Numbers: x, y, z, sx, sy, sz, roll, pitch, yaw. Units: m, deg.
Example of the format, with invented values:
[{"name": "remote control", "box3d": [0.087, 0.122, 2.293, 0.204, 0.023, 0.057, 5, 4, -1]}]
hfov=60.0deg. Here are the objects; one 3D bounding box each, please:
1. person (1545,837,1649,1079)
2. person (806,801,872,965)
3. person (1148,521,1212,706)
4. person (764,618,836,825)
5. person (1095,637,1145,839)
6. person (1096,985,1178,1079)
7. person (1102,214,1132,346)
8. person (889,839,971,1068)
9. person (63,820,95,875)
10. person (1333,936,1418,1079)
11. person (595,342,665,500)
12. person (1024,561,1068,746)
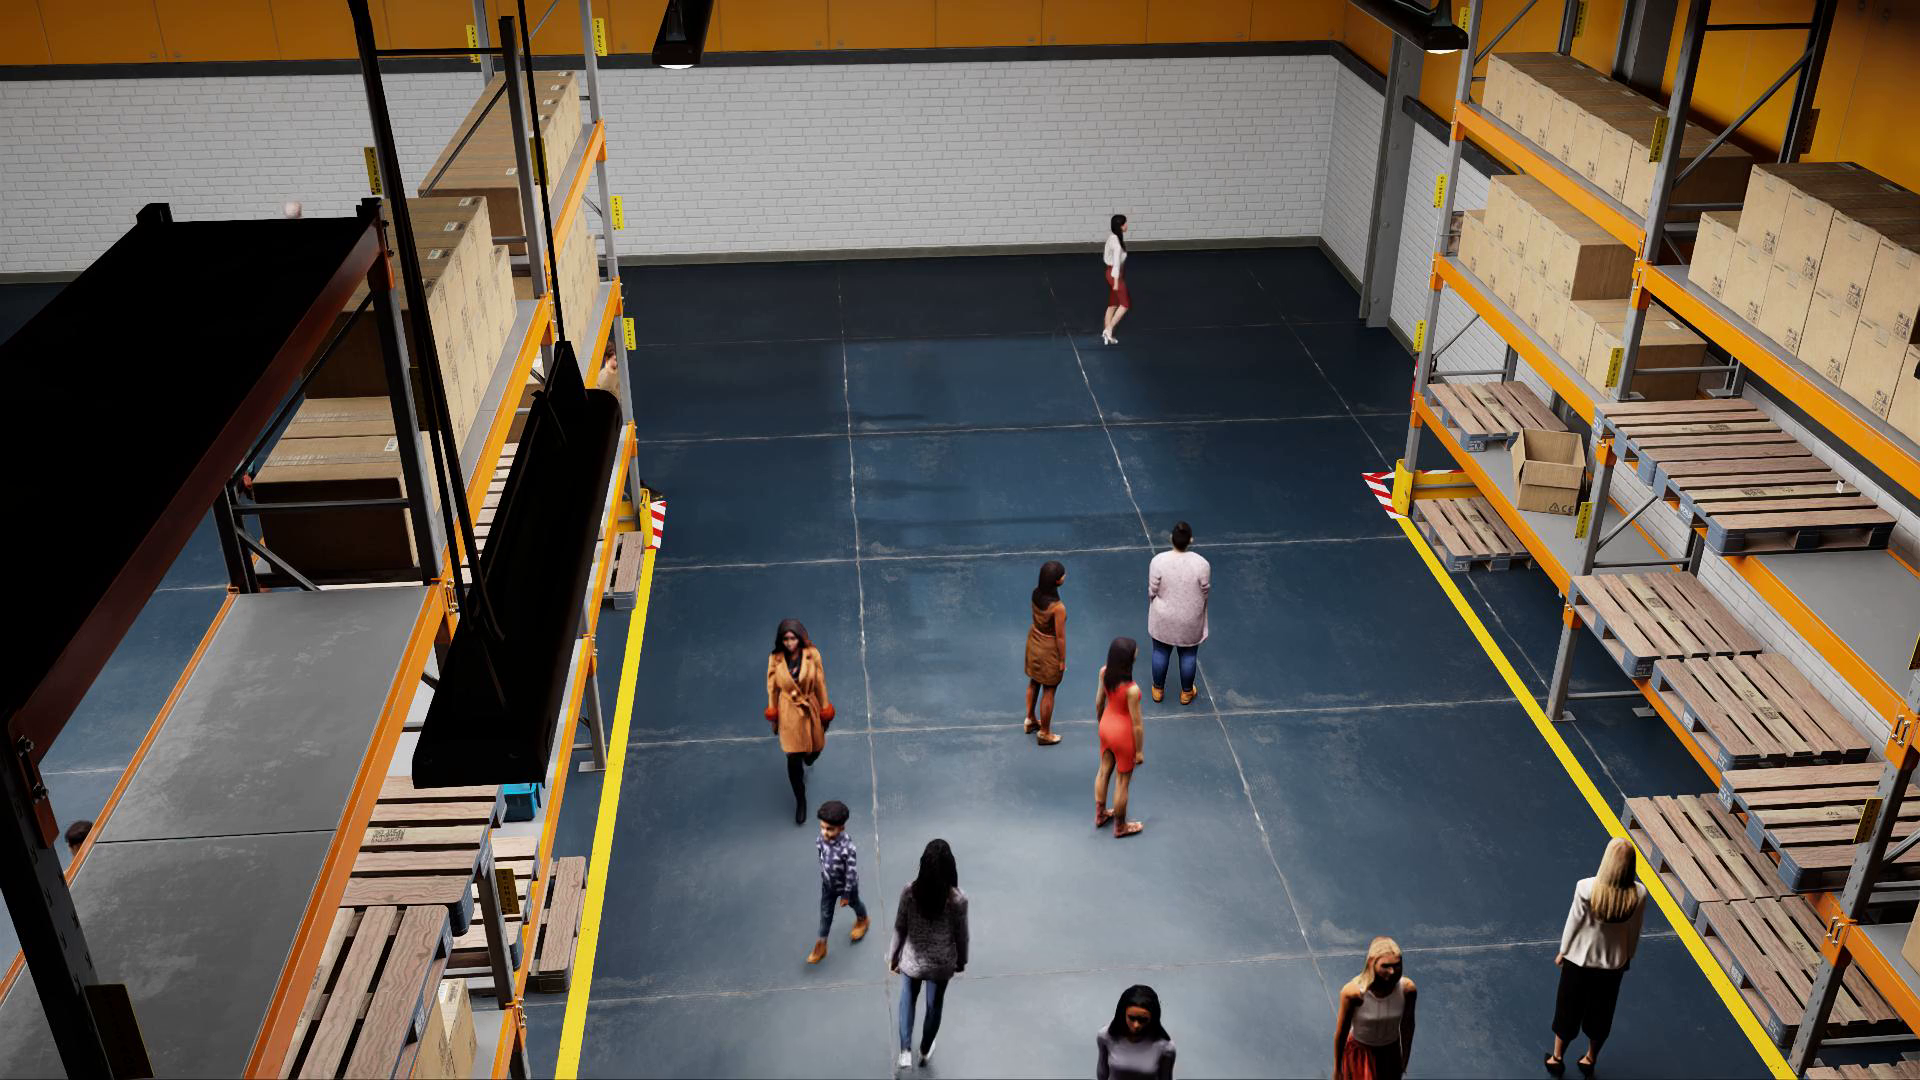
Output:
[{"name": "person", "box3d": [3.953, 2.623, 10.357, 0.628, 1.858, 0.559, 1, 29, 3]}, {"name": "person", "box3d": [-0.795, 2.326, 11.566, 0.777, 1.221, 0.923, 14, 32, 24]}, {"name": "person", "box3d": [1.850, 0.609, 14.169, 0.766, 1.743, 0.736, 6, 29, 12]}, {"name": "person", "box3d": [-1.241, 1.336, 12.878, 0.686, 1.703, 0.917, -2, 29, -4]}, {"name": "person", "box3d": [1.196, 1.483, 12.592, 0.728, 1.719, 0.626, -21, 35, -33]}, {"name": "person", "box3d": [1.002, 3.178, 9.481, 0.723, 1.722, 0.791, 7, 29, 13]}, {"name": "person", "box3d": [1.923, -3.318, 21.373, 0.669, 1.738, 0.525, -3, 29, -5]}, {"name": "person", "box3d": [-0.204, 2.683, 10.403, 0.755, 1.709, 0.826, 2, 29, 4]}, {"name": "person", "box3d": [-5.482, 2.510, 10.711, 0.746, 1.717, 0.646, 15, 32, 25]}, {"name": "person", "box3d": [2.381, 2.993, 9.758, 0.640, 1.782, 1.009, -3, 29, -5]}, {"name": "person", "box3d": [-3.719, -1.230, 17.473, 0.931, 1.807, 1.204, 2, 29, 4]}, {"name": "person", "box3d": [0.701, 0.919, 13.661, 0.700, 1.684, 0.589, -16, 33, -27]}]
